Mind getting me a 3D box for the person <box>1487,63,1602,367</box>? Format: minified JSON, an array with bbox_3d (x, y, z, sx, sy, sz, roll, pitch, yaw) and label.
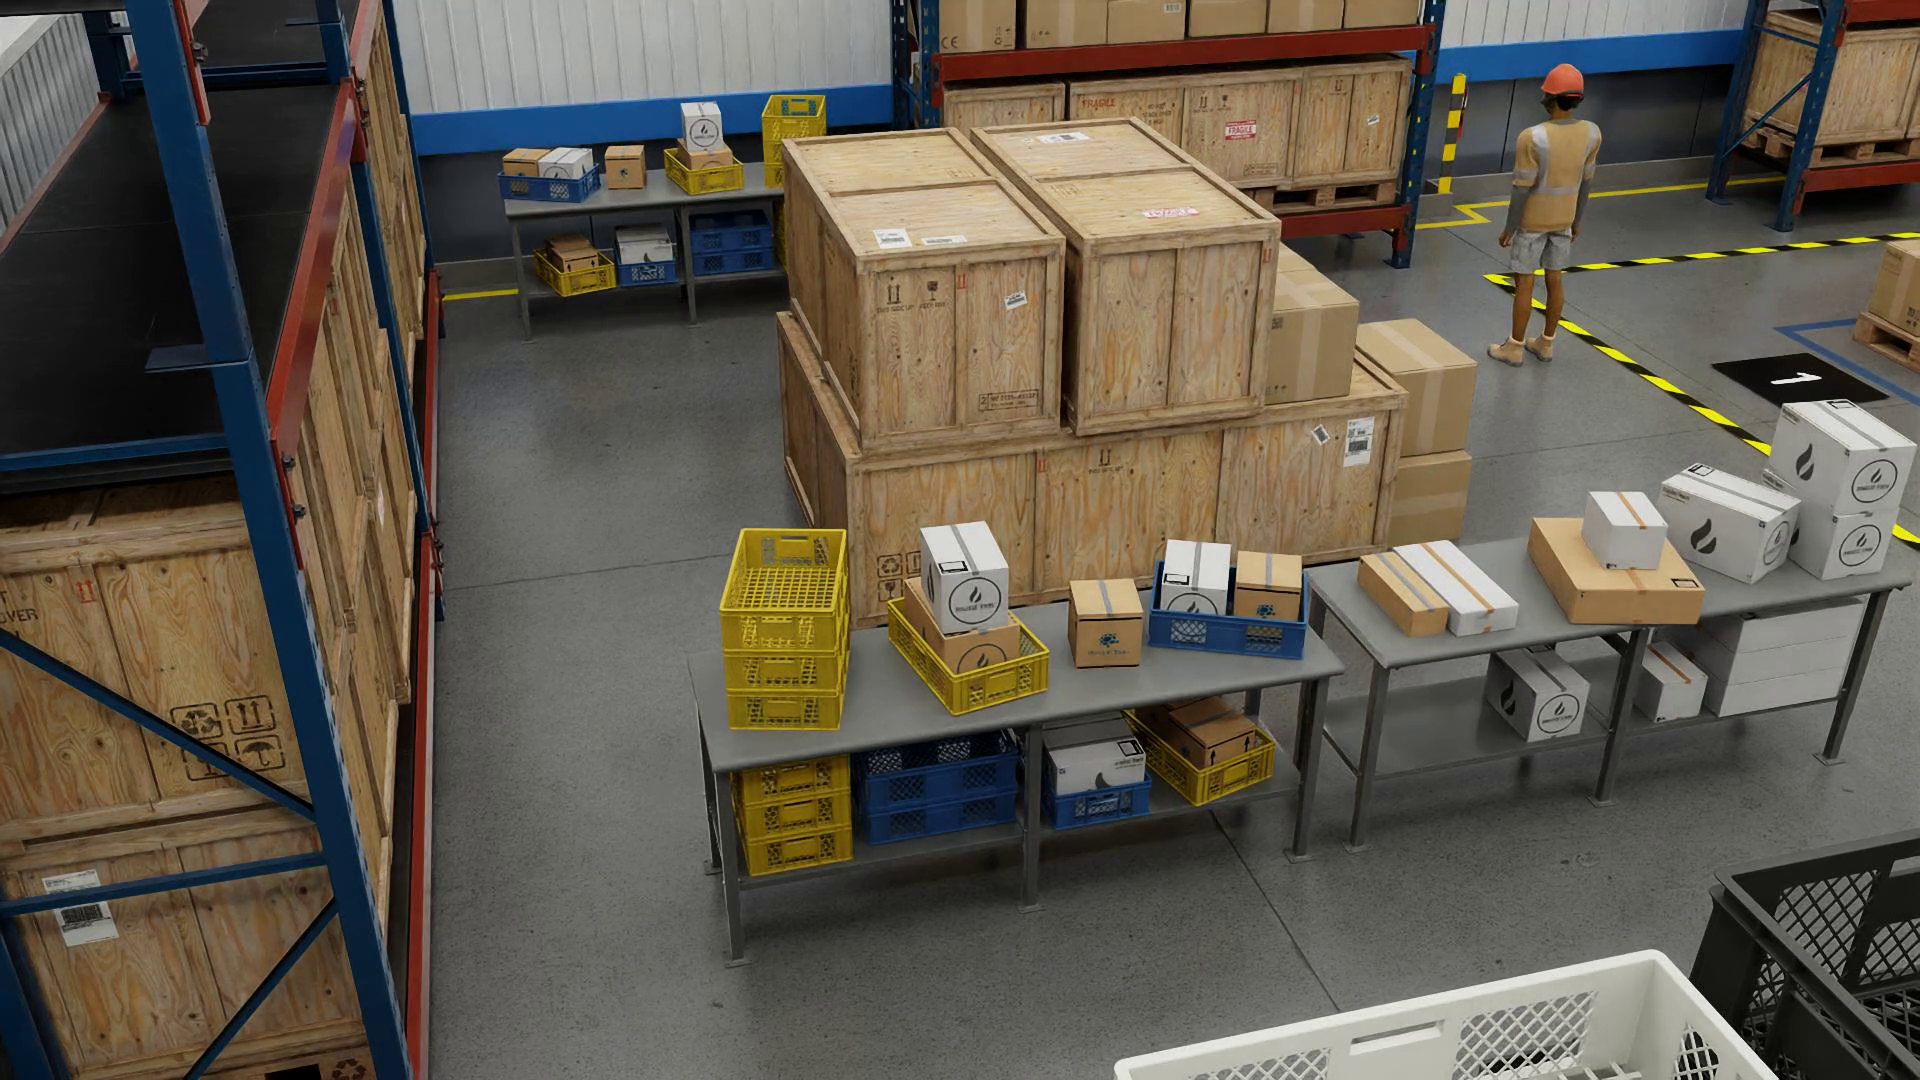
[{"bbox_3d":[3.920,-2.166,11.211,0.607,2.044,0.392,-8,30,-14],"label":"person"}]
